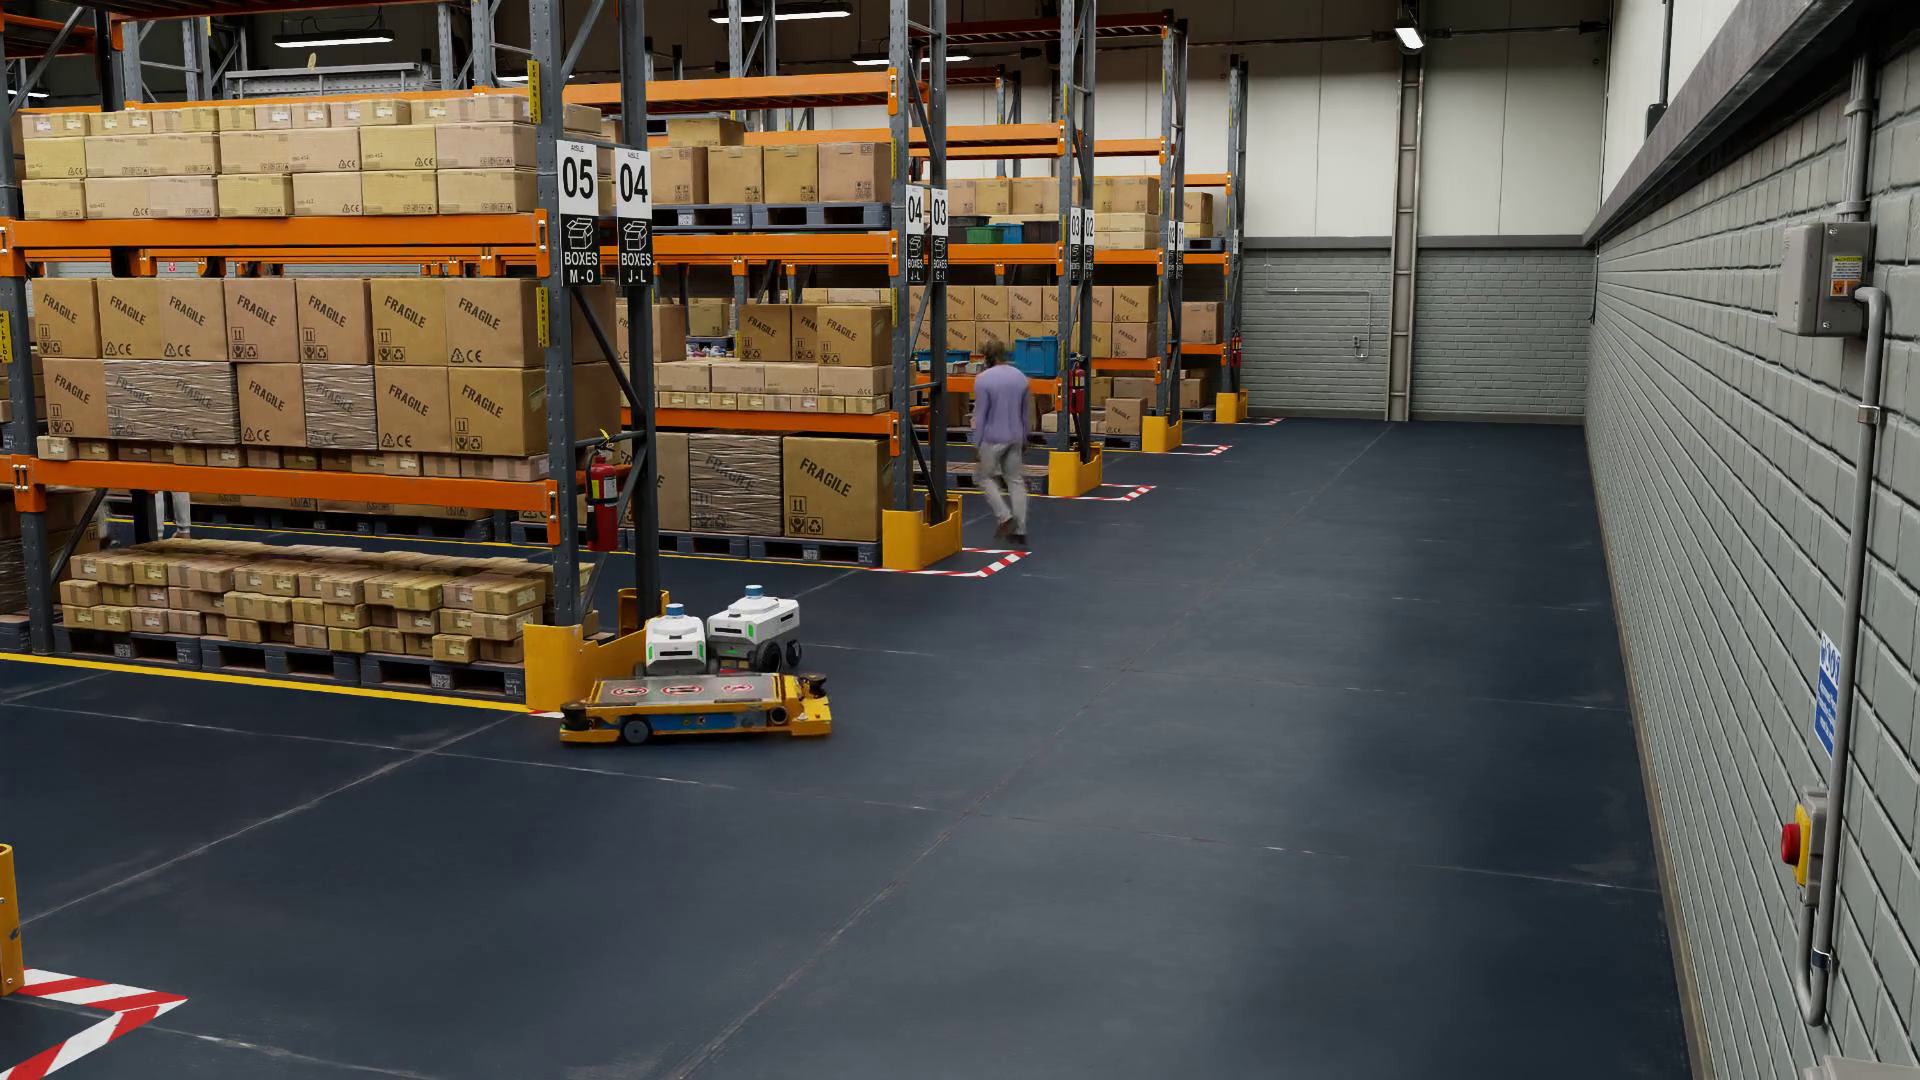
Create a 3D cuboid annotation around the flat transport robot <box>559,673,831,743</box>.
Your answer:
[{"bbox_3d":[-1.439,0.911,9.142,1.431,0.197,0.652,-1,9,-7],"label":"flat transport robot"}]

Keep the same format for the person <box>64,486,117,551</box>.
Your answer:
[{"bbox_3d":[-7.412,-0.678,14.127,0.442,1.853,0.551,4,10,23],"label":"person"}]

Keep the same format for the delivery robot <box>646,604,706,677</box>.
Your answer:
[{"bbox_3d":[-1.675,0.619,9.790,0.477,0.478,0.707,-2,9,-10],"label":"delivery robot"}]

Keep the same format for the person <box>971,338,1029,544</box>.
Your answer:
[{"bbox_3d":[0.376,-0.896,15.336,0.747,1.902,0.496,-8,12,-41],"label":"person"}]

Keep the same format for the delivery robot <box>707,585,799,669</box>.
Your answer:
[{"bbox_3d":[-1.283,0.525,10.378,0.477,0.478,0.707,3,10,20],"label":"delivery robot"}]

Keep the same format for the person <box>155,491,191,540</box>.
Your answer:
[{"bbox_3d":[-7.402,-0.864,15.333,0.430,1.845,0.624,6,11,35],"label":"person"}]

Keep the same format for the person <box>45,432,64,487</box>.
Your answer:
[{"bbox_3d":[-8.207,-0.780,14.969,0.956,1.795,0.645,3,10,21],"label":"person"}]
